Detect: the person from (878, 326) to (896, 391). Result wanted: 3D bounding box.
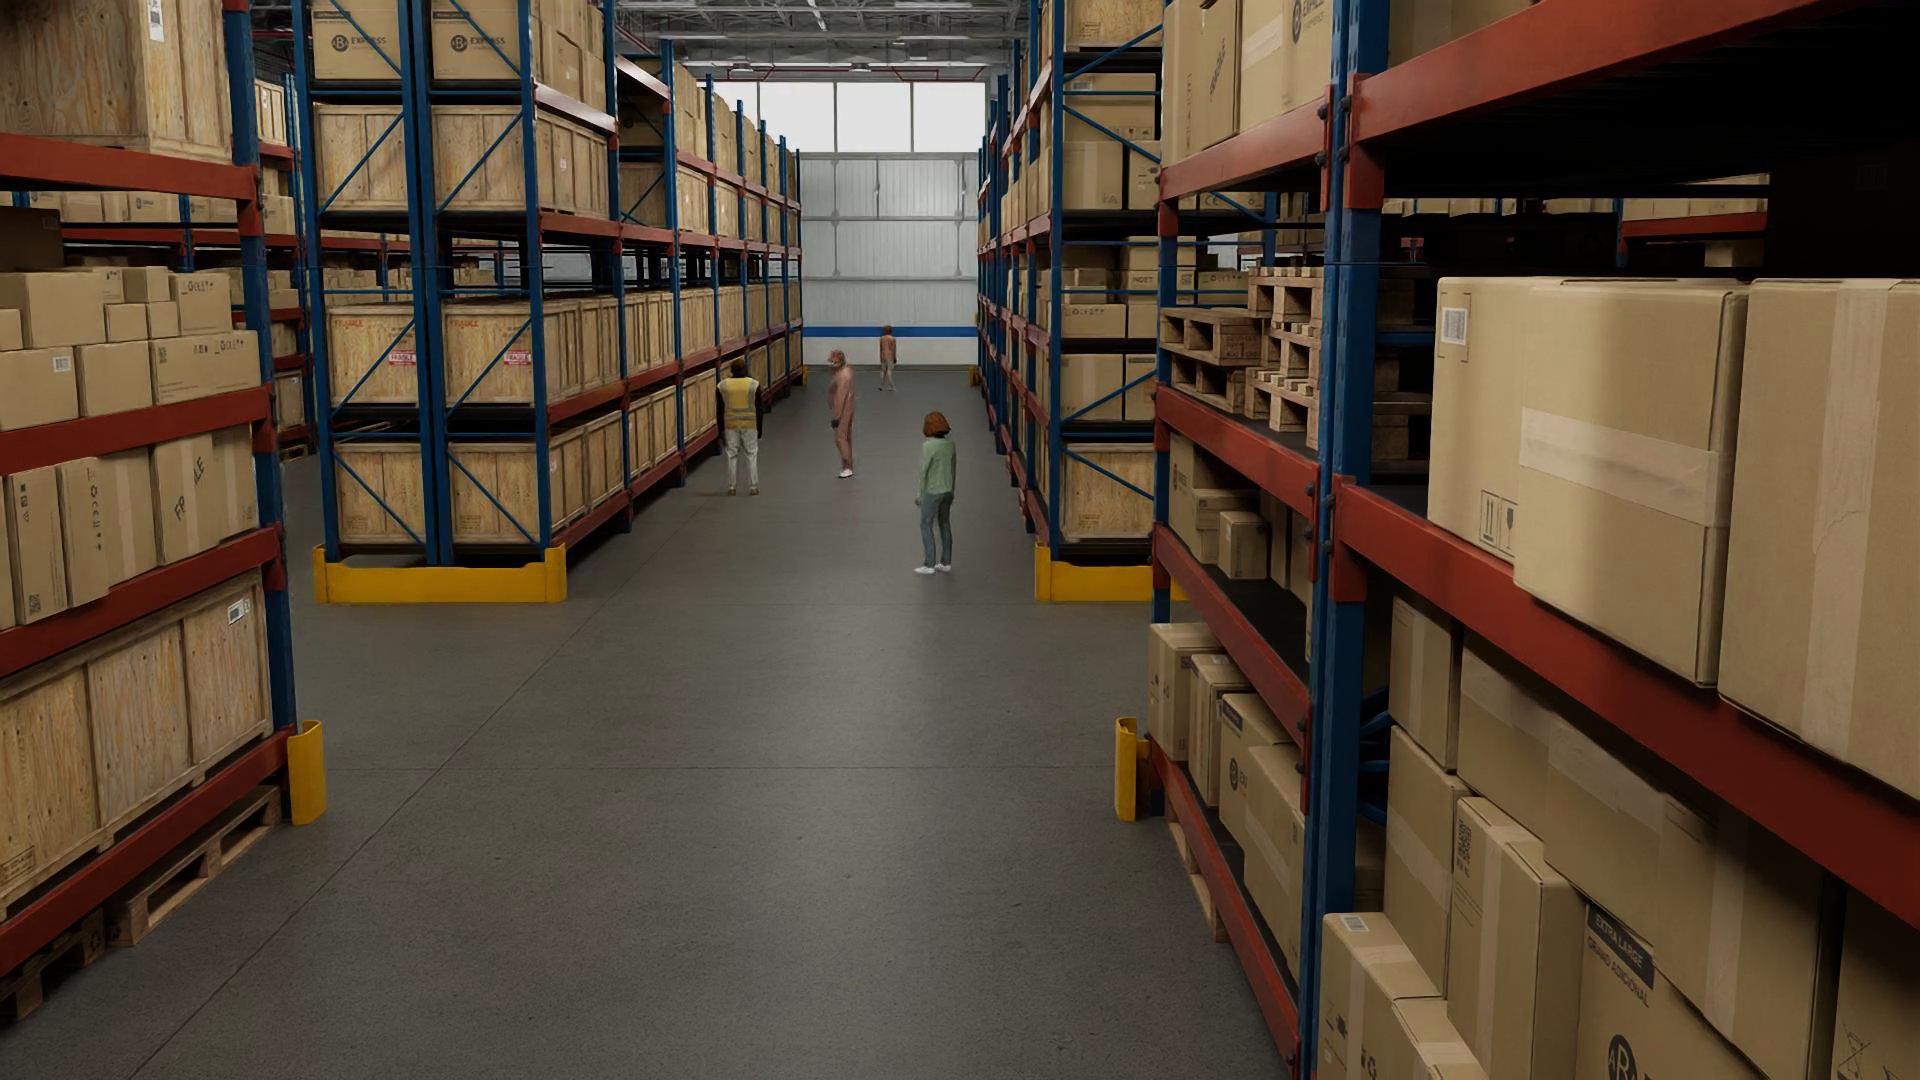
[{"bbox_3d":[-1.818,-4.515,41.377,0.529,1.633,0.385,9,13,43],"label":"person"}]

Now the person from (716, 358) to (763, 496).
[{"bbox_3d":[-2.941,-1.508,22.277,0.619,1.845,0.430,-1,9,-4],"label":"person"}]

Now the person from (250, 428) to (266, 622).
[{"bbox_3d":[-6.098,-0.132,14.229,0.540,1.720,0.486,-1,9,-5],"label":"person"}]

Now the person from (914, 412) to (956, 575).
[{"bbox_3d":[-0.232,-0.461,16.521,0.315,1.625,0.524,6,11,34],"label":"person"}]

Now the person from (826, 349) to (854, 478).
[{"bbox_3d":[-1.755,-1.857,24.353,0.396,1.874,0.753,0,9,2],"label":"person"}]
